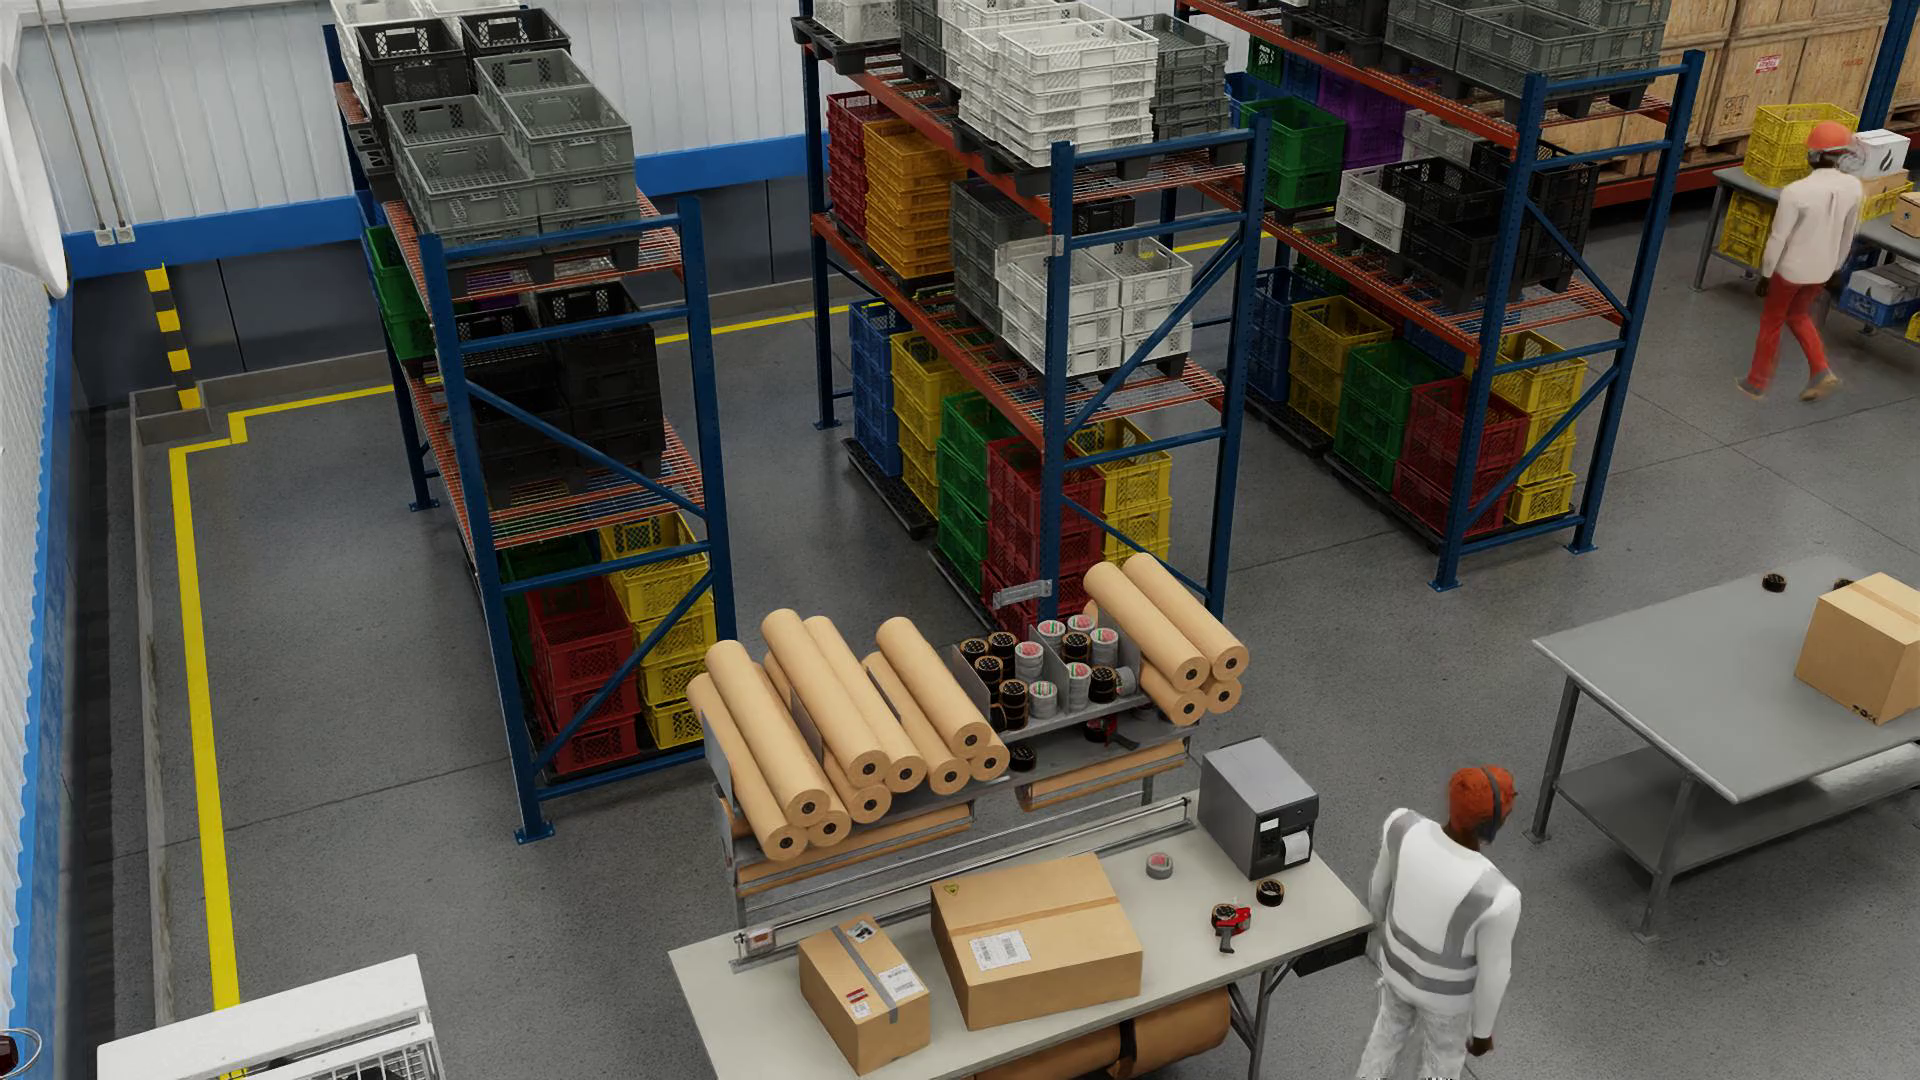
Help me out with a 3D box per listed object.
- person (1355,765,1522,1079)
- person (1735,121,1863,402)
[{"bbox_3d":[1.721,1.538,5.955,0.490,1.874,0.597,-21,37,-31],"label":"person"},{"bbox_3d":[5.763,-1.835,11.322,0.632,1.976,0.635,-7,32,-12],"label":"person"}]
